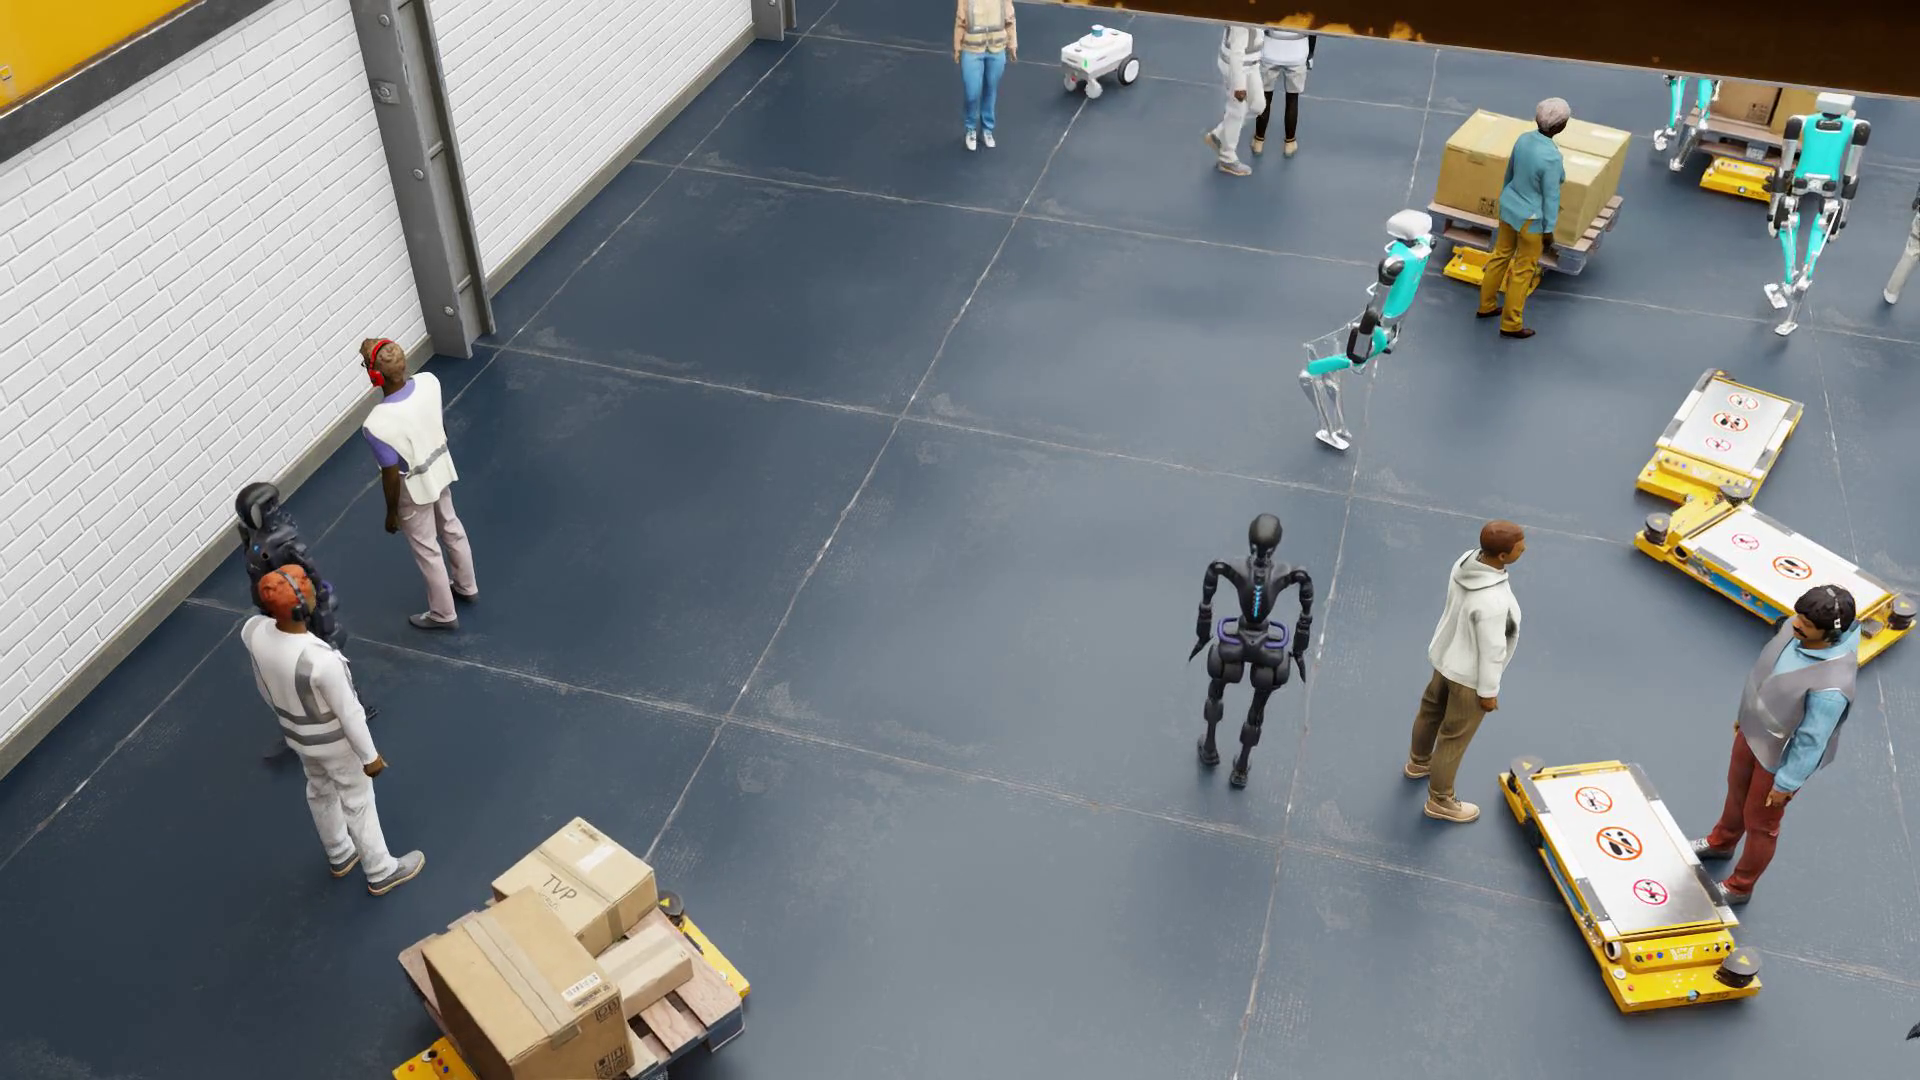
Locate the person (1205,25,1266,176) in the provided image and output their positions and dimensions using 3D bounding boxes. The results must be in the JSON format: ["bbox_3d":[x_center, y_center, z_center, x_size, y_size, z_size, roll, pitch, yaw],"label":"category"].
[{"bbox_3d":[2.292,-3.815,13.477,0.420,1.861,0.617,18,42,21],"label":"person"}]

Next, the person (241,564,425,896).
[{"bbox_3d":[-2.896,0.886,7.613,0.582,1.883,0.337,20,43,23],"label":"person"}]

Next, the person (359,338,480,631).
[{"bbox_3d":[-2.953,-0.292,9.109,0.385,1.845,0.569,12,40,15],"label":"person"}]

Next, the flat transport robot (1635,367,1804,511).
[{"bbox_3d":[4.958,-0.638,10.798,0.659,0.231,1.431,24,45,27],"label":"flat transport robot"}]

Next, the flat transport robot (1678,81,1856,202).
[{"bbox_3d":[6.763,-3.271,14.073,0.659,0.231,1.431,20,43,23],"label":"flat transport robot"}]

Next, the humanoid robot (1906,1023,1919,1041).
[{"bbox_3d":[4.050,1.958,6.444,0.595,1.646,0.364,15,41,18],"label":"humanoid robot"}]

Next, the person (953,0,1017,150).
[{"bbox_3d":[0.222,-4.112,13.952,0.530,1.714,0.489,-10,40,-12],"label":"person"}]

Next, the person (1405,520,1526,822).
[{"bbox_3d":[2.432,0.619,8.039,0.373,1.767,0.520,-4,39,-5],"label":"person"}]

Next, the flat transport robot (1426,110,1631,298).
[{"bbox_3d":[4.328,-2.327,12.899,0.659,0.231,1.431,23,44,26],"label":"flat transport robot"}]

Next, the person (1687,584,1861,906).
[{"bbox_3d":[3.719,0.937,7.562,0.415,1.873,0.534,1,39,1],"label":"person"}]

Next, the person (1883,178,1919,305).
[{"bbox_3d":[7.102,-2.398,11.902,0.525,1.629,0.315,16,41,19],"label":"person"}]

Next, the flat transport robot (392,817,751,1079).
[{"bbox_3d":[-1.701,2.142,7.340,1.431,0.231,0.659,-29,47,-31],"label":"flat transport robot"}]

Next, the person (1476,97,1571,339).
[{"bbox_3d":[3.970,-2.248,11.614,0.338,1.753,0.535,-13,41,-16],"label":"person"}]

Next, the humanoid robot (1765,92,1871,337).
[{"bbox_3d":[5.849,-2.188,11.542,0.587,1.727,0.963,14,41,17],"label":"humanoid robot"}]

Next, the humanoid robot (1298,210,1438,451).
[{"bbox_3d":[2.476,-1.298,10.474,0.766,1.802,0.543,29,47,31],"label":"humanoid robot"}]

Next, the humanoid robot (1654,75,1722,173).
[{"bbox_3d":[5.985,-3.794,13.536,0.542,1.725,0.982,11,40,14],"label":"humanoid robot"}]

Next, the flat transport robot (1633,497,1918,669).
[{"bbox_3d":[4.766,0.207,9.747,0.659,0.231,1.431,-24,45,-27],"label":"flat transport robot"}]

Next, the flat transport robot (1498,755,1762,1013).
[{"bbox_3d":[3.198,1.597,8.018,0.659,0.231,1.431,-5,39,-7],"label":"flat transport robot"}]

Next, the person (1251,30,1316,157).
[{"bbox_3d":[2.695,-4.027,13.873,0.539,1.695,0.317,7,39,8],"label":"person"}]

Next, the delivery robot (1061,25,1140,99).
[{"bbox_3d":[1.280,-4.430,15.302,0.509,0.614,0.785,31,48,33],"label":"delivery robot"}]

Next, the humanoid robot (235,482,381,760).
[{"bbox_3d":[-3.342,0.434,8.358,0.584,1.647,0.647,20,43,23],"label":"humanoid robot"}]

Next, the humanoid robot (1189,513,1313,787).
[{"bbox_3d":[1.437,0.535,8.211,0.587,1.650,0.341,6,39,8],"label":"humanoid robot"}]
